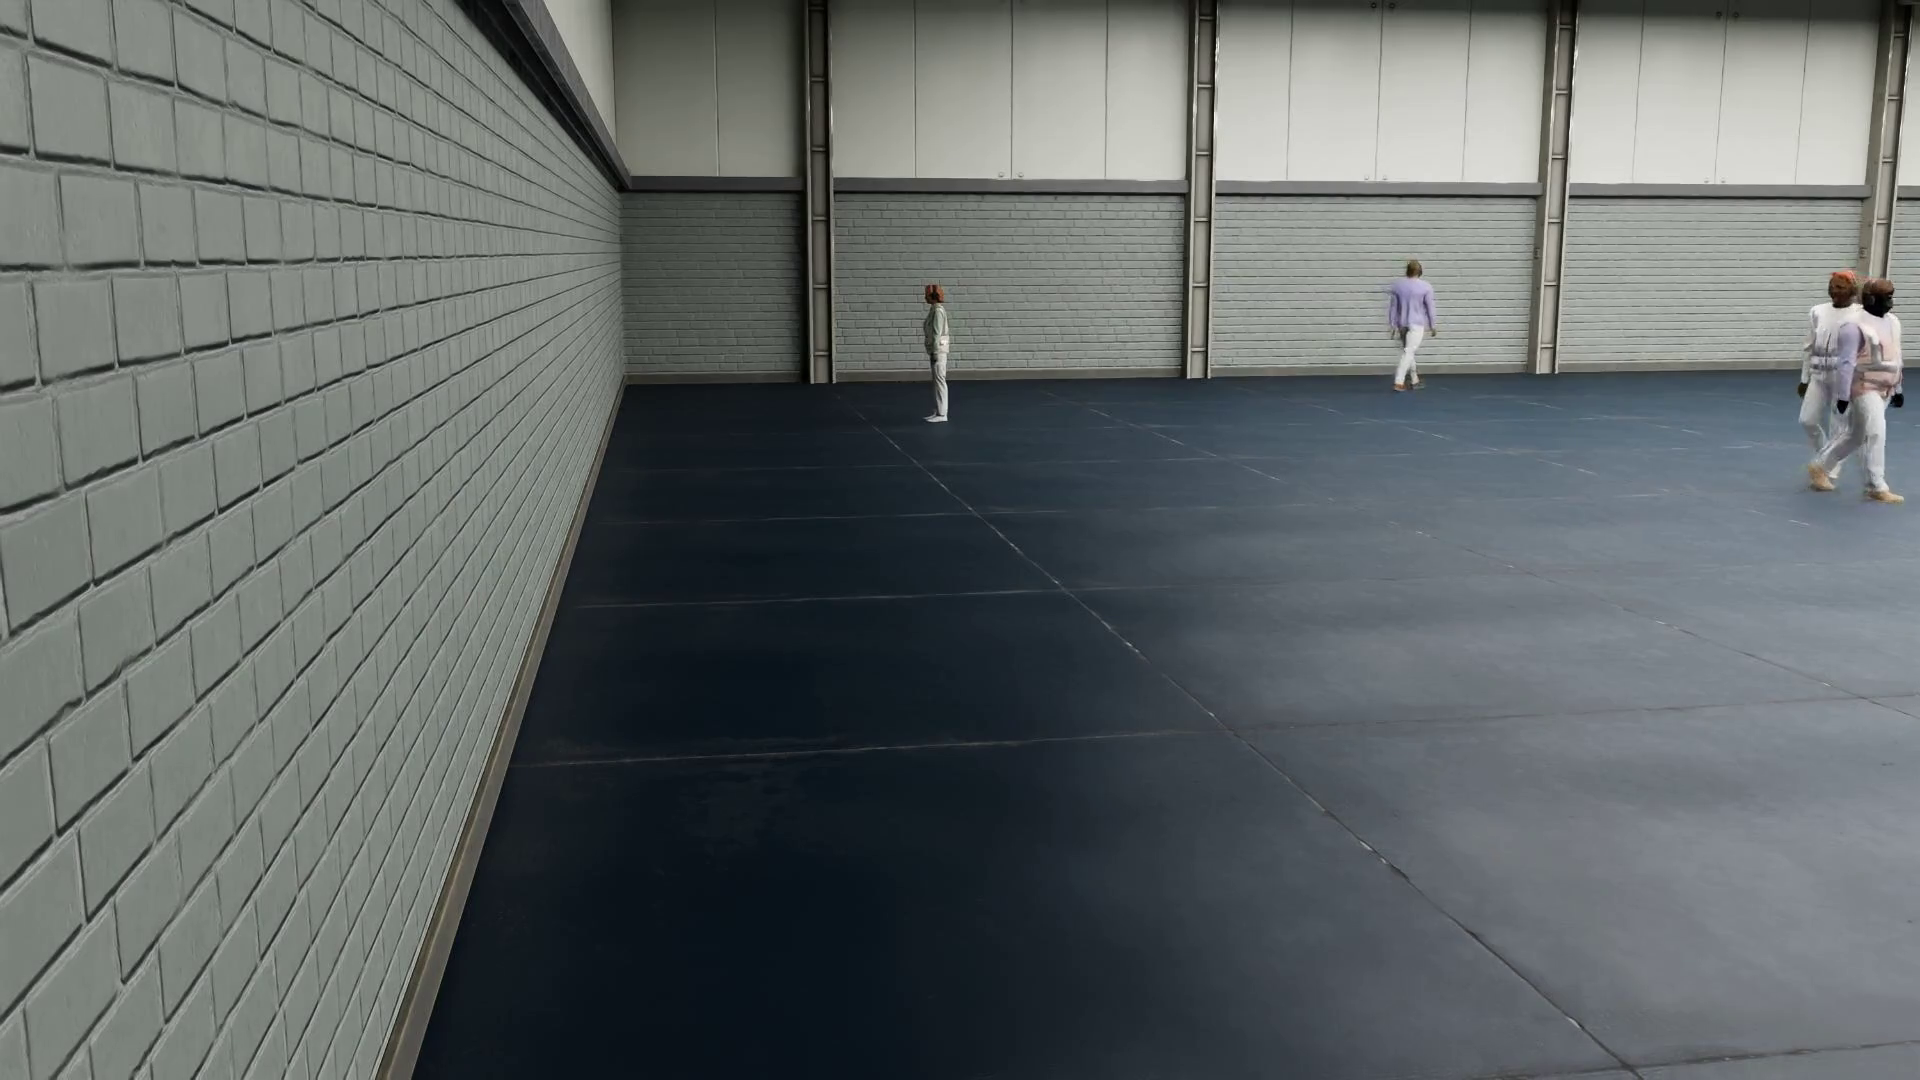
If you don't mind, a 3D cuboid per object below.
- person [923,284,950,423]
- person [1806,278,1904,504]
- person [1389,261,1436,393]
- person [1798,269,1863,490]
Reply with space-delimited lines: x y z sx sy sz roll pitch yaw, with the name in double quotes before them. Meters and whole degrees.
"person" -0.279 -2.210 19.743 0.313 1.634 0.511 -1 10 -5
"person" 7.392 -1.237 13.642 0.620 1.818 0.869 -6 12 -32
"person" 6.499 -3.075 23.996 1.027 1.894 0.628 -9 13 -43
"person" 7.425 -1.357 14.136 0.419 1.873 0.598 -6 12 -33
